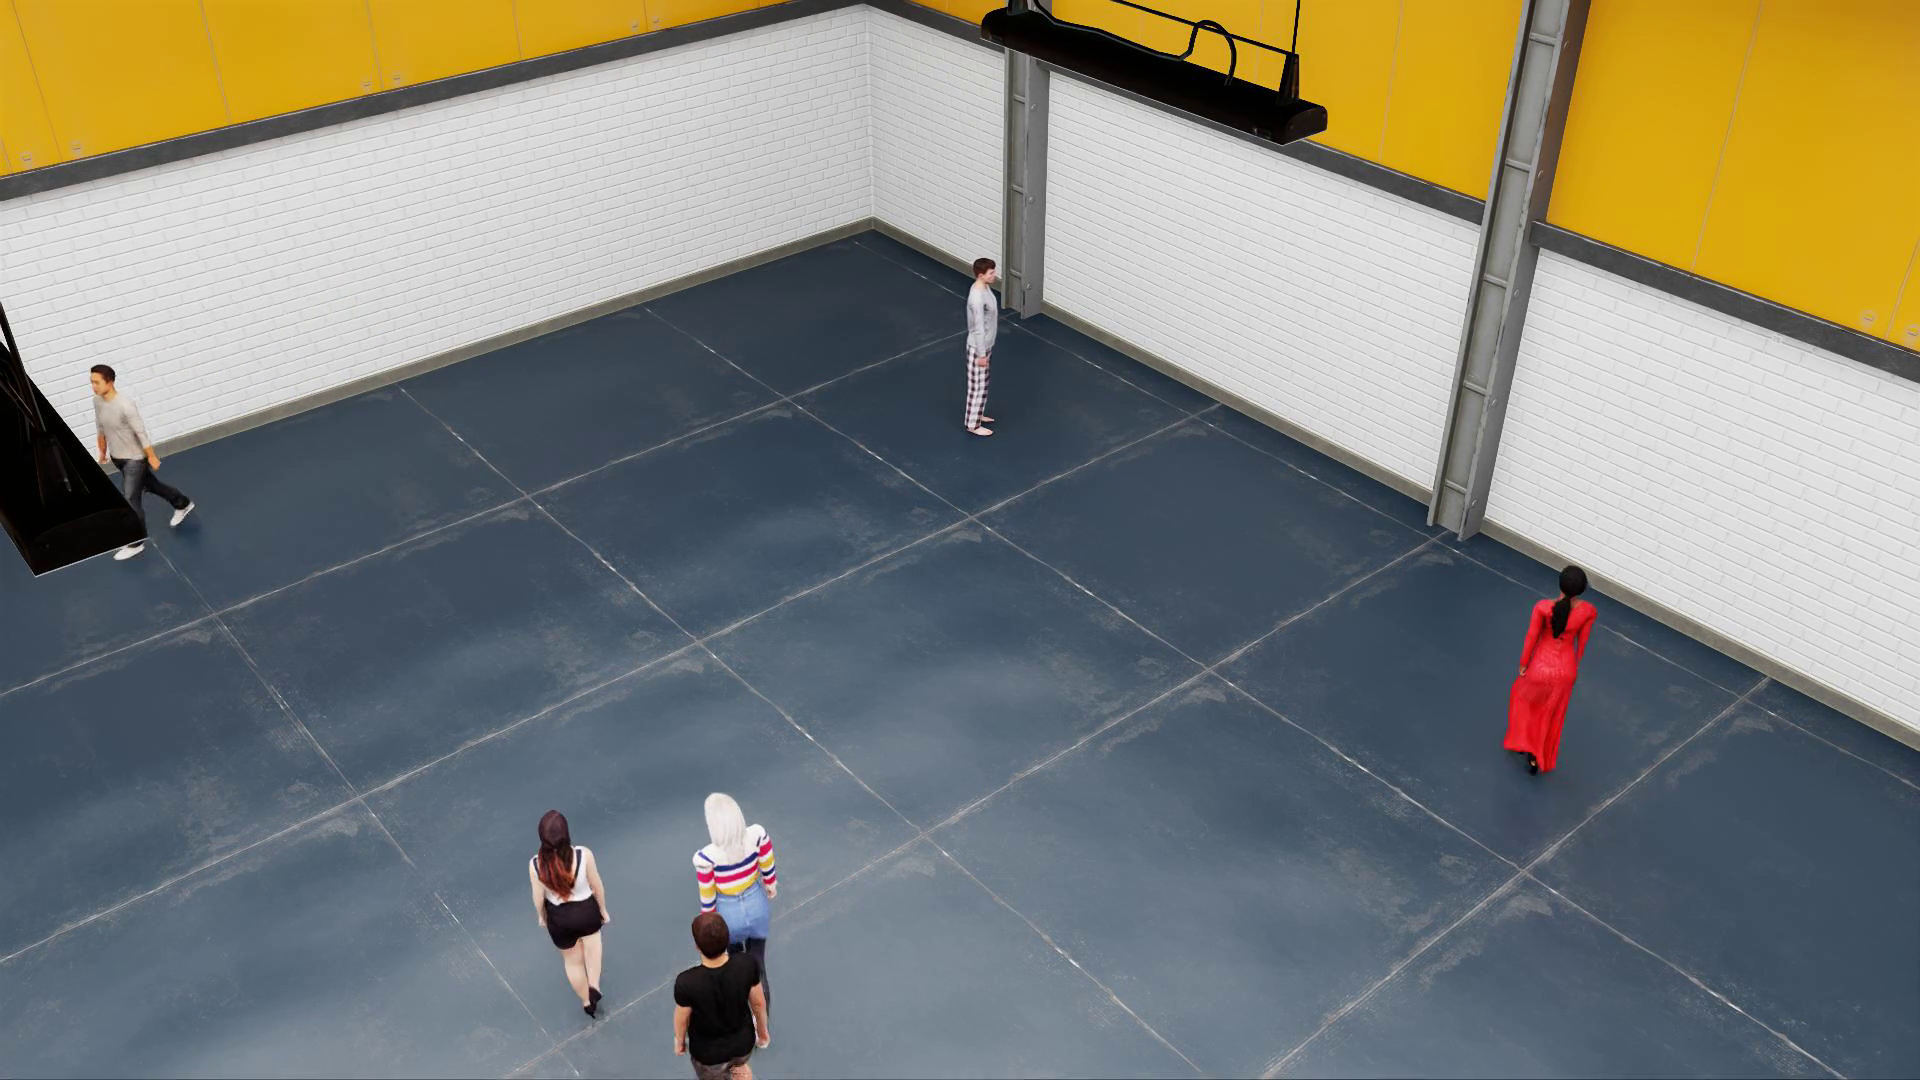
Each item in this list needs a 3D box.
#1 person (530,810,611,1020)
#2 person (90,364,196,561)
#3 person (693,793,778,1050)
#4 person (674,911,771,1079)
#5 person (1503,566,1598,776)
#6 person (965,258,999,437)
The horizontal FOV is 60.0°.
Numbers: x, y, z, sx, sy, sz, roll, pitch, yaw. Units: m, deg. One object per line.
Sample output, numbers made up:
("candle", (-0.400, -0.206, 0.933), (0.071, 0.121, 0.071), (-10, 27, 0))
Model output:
("person", (-2.357, 2.360, 10.170), (0.663, 1.639, 0.676), (-10, 35, -15))
("person", (-7.293, -0.787, 14.787), (1.186, 1.768, 1.018), (17, 37, 23))
("person", (-1.302, 2.328, 10.111), (0.857, 1.758, 1.171), (-15, 36, -21))
("person", (-1.294, 2.847, 9.247), (0.693, 1.850, 0.657), (-19, 38, -26))
("person", (4.302, 0.999, 12.098), (0.821, 1.771, 0.881), (3, 34, 4))
("person", (0.203, -1.936, 16.445), (0.754, 1.847, 0.707), (4, 34, 6))
